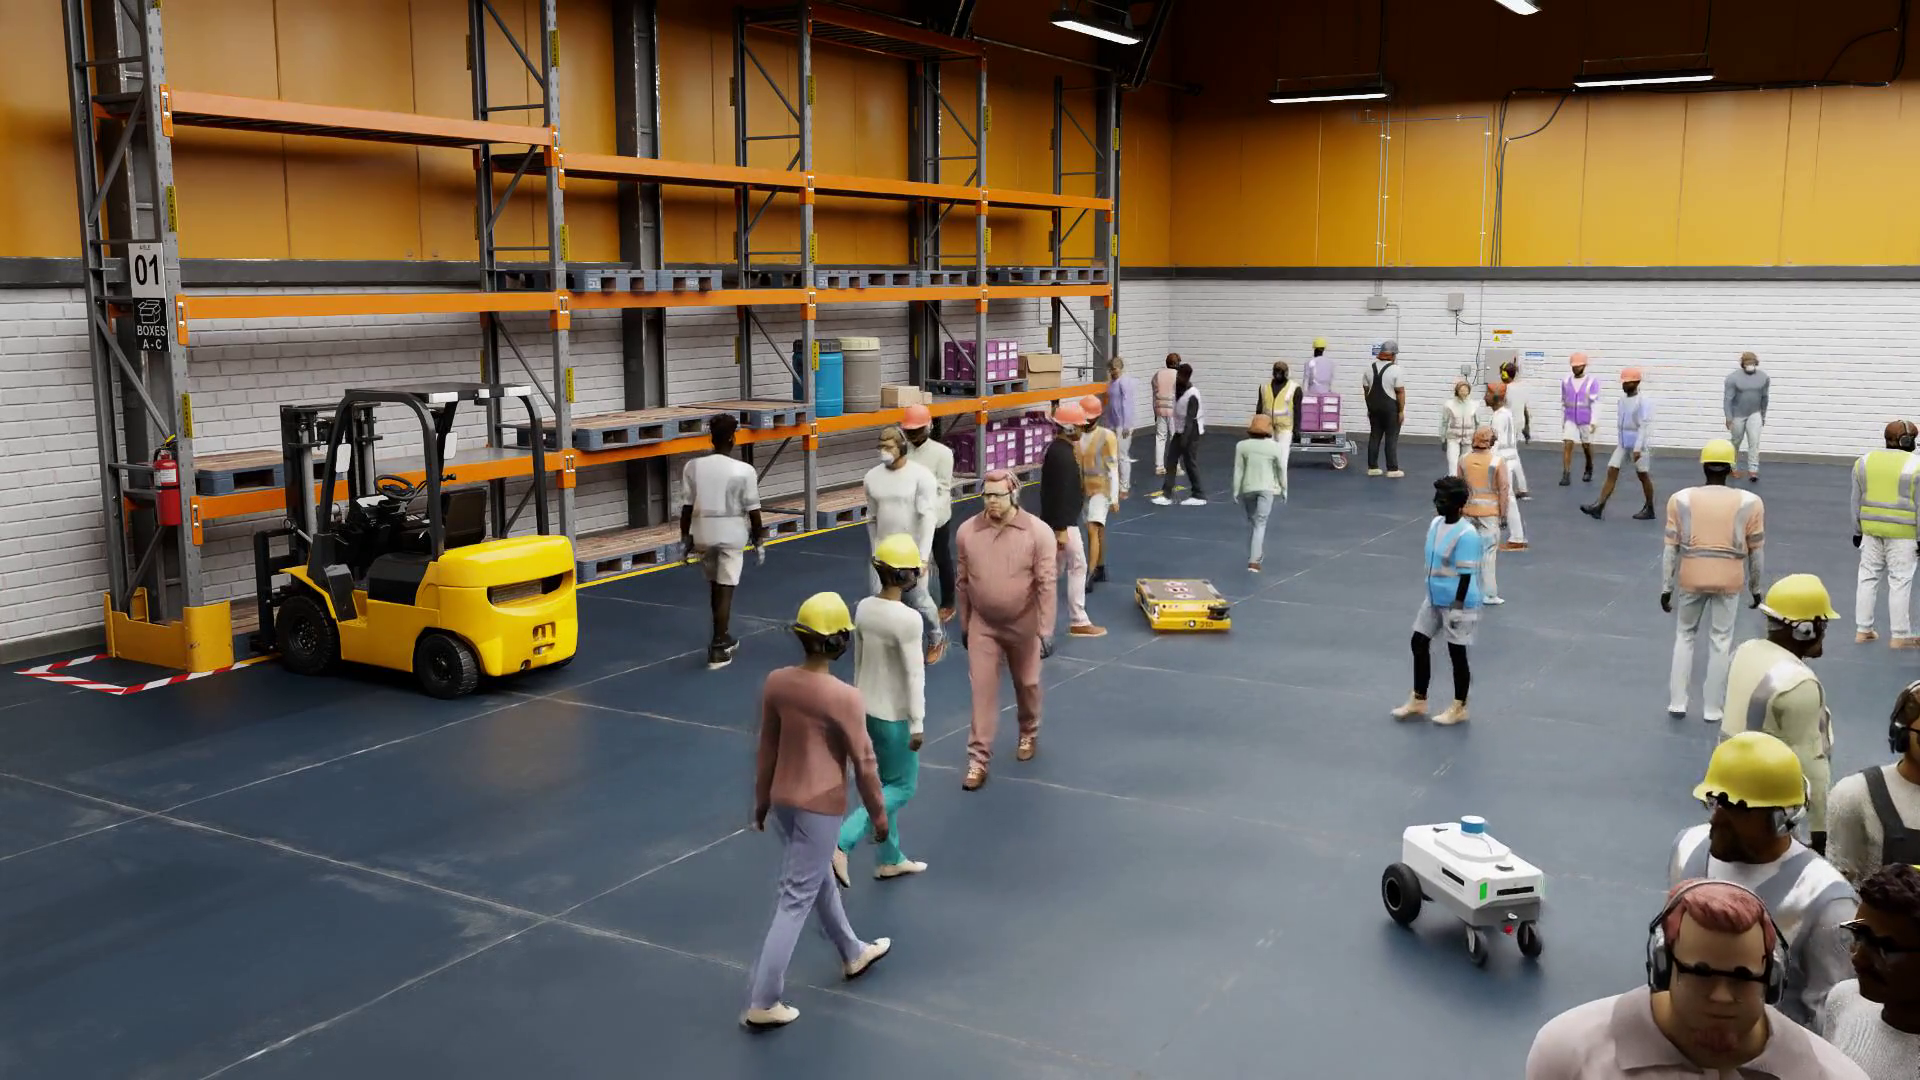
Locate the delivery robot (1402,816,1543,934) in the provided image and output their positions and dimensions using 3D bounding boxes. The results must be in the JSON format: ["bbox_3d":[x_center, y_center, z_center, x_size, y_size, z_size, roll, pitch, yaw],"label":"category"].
[{"bbox_3d":[2.305,1.490,7.506,0.477,0.478,0.707,-2,9,-15],"label":"delivery robot"}]

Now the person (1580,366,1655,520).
[{"bbox_3d":[8.100,-1.160,20.212,1.019,1.877,0.563,-3,10,-20],"label":"person"}]

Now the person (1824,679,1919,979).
[{"bbox_3d":[2.808,1.303,4.957,0.514,1.843,0.328,0,9,-3],"label":"person"}]

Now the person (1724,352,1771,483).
[{"bbox_3d":[11.345,-1.770,23.990,0.654,1.877,1.025,1,9,9],"label":"person"}]

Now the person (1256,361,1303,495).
[{"bbox_3d":[4.349,-1.535,22.704,0.645,1.831,0.506,6,11,31],"label":"person"}]

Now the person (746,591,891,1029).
[{"bbox_3d":[-0.579,1.071,6.764,0.544,1.722,0.894,8,12,42],"label":"person"}]

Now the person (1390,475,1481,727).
[{"bbox_3d":[3.136,0.411,10.976,0.568,1.682,0.554,-2,9,-15],"label":"person"}]

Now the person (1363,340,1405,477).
[{"bbox_3d":[6.351,-1.957,24.690,0.536,2.000,0.688,-7,12,-38],"label":"person"}]

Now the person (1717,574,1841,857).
[{"bbox_3d":[3.441,1.030,6.784,0.883,1.795,0.624,1,9,6],"label":"person"}]

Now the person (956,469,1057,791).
[{"bbox_3d":[0.283,0.493,9.990,0.656,1.860,0.994,2,9,15],"label":"person"}]

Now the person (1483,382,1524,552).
[{"bbox_3d":[5.709,-0.792,18.038,0.955,1.835,0.610,3,10,17],"label":"person"}]

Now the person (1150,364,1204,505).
[{"bbox_3d":[2.834,-1.344,21.423,0.830,1.857,0.683,-4,10,-22],"label":"person"}]

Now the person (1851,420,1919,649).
[{"bbox_3d":[7.514,-0.049,13.420,0.430,1.840,0.622,-5,11,-31],"label":"person"}]

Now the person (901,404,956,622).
[{"bbox_3d":[-0.310,-0.190,14.033,0.592,1.921,1.107,4,10,25],"label":"person"}]

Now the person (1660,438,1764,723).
[{"bbox_3d":[5.024,0.274,11.134,0.613,1.922,0.420,5,10,28],"label":"person"}]

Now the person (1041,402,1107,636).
[{"bbox_3d":[0.759,-0.162,13.761,0.840,1.969,0.621,-1,9,-5],"label":"person"}]

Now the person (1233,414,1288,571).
[{"bbox_3d":[3.069,-0.495,16.973,0.523,1.581,0.874,4,10,23],"label":"person"}]

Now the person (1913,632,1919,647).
[{"bbox_3d":[7.749,0.055,12.525,0.888,1.918,0.624,3,9,16],"label":"person"}]

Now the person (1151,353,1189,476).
[{"bbox_3d":[3.153,-1.868,24.803,0.619,1.836,0.431,6,11,35],"label":"person"}]

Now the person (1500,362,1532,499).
[{"bbox_3d":[7.347,-1.480,22.414,0.529,1.810,0.984,-5,11,-30],"label":"person"}]

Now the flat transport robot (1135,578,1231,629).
[{"bbox_3d":[1.935,0.544,14.587,0.652,0.197,1.431,0,9,0],"label":"flat transport robot"}]

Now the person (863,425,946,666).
[{"bbox_3d":[-0.421,0.077,12.449,0.631,1.903,0.973,4,10,24],"label":"person"}]

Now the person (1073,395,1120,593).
[{"bbox_3d":[1.239,-0.443,15.796,0.845,1.870,0.576,-9,13,-43],"label":"person"}]

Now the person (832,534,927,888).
[{"bbox_3d":[-0.417,0.845,8.070,0.600,1.750,0.546,-6,11,-34],"label":"person"}]

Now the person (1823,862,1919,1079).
[{"bbox_3d":[1.862,1.546,3.354,0.333,1.873,0.520,-2,9,-15],"label":"person"}]

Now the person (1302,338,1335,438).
[{"bbox_3d":[6.181,-2.519,28.615,0.597,1.905,0.642,-3,10,-21],"label":"person"}]

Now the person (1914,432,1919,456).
[{"bbox_3d":[10.049,-0.713,17.015,0.907,2.005,0.628,-6,11,-34],"label":"person"}]

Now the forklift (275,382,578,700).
[{"bbox_3d":[-3.974,-0.067,12.417,2.313,2.155,1.214,5,11,30],"label":"forklift"}]

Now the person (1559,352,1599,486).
[{"bbox_3d":[8.872,-1.745,23.796,0.545,1.907,0.913,7,11,36],"label":"person"}]

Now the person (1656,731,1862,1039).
[{"bbox_3d":[2.147,1.387,4.520,0.649,1.814,0.606,-4,10,-22],"label":"person"}]

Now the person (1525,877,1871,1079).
[{"bbox_3d":[1.363,1.561,3.148,0.643,1.910,0.411,3,10,17],"label":"person"}]

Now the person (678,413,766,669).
[{"bbox_3d":[-1.790,-0.017,12.880,0.642,1.937,0.823,3,10,19],"label":"person"}]

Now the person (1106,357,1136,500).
[{"bbox_3d":[2.179,-1.487,22.256,0.386,1.897,0.701,-2,9,-14],"label":"person"}]

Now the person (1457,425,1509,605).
[{"bbox_3d":[4.746,-0.226,15.138,0.511,1.639,0.308,9,13,44],"label":"person"}]

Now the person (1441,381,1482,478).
[{"bbox_3d":[6.640,-1.320,22.085,0.515,1.618,0.695,1,9,6],"label":"person"}]
